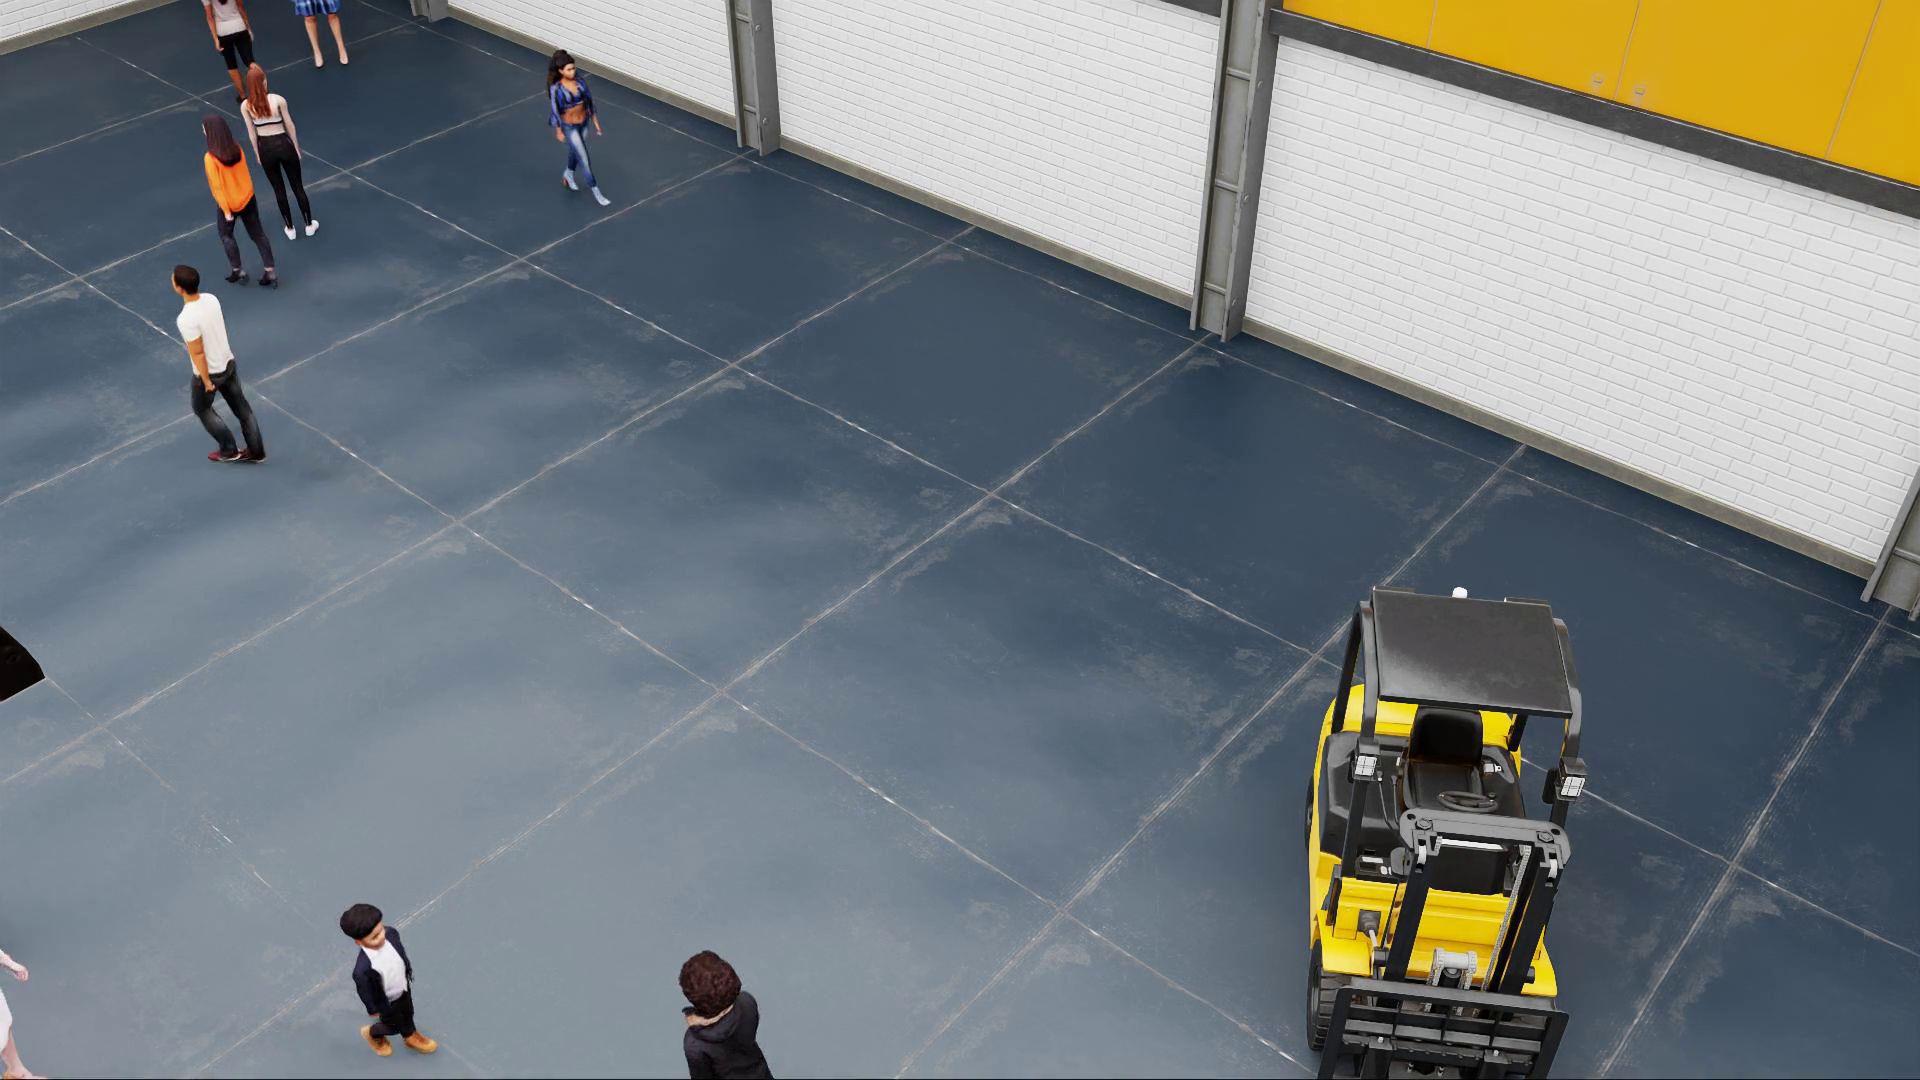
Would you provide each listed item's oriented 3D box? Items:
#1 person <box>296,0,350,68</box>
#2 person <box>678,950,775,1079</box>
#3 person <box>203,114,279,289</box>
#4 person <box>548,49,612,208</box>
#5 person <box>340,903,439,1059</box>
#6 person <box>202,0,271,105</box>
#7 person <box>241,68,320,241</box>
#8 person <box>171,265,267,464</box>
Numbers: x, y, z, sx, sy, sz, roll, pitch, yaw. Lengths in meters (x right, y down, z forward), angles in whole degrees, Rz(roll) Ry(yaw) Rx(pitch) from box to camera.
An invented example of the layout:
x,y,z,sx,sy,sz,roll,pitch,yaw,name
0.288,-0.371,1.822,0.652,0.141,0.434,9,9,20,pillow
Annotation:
x,y,z,sx,sy,sz,roll,pitch,yaw,name
-7.634,-6.484,19.647,0.777,1.800,0.782,-11,40,-14,person
-1.049,2.727,8.168,1.134,1.732,0.690,31,48,33,person
-6.658,-3.120,15.493,0.879,1.727,0.765,14,41,17,person
-3.968,-4.216,16.995,1.060,1.567,0.631,29,47,31,person
-3.154,2.389,9.005,0.702,1.217,0.622,10,40,13,person
-8.128,-5.638,18.646,0.691,1.727,1.031,-30,47,-32,person
-6.698,-3.788,16.320,0.663,1.740,0.683,-11,40,-14,person
-5.856,-1.359,13.241,0.844,1.787,0.794,8,39,10,person
